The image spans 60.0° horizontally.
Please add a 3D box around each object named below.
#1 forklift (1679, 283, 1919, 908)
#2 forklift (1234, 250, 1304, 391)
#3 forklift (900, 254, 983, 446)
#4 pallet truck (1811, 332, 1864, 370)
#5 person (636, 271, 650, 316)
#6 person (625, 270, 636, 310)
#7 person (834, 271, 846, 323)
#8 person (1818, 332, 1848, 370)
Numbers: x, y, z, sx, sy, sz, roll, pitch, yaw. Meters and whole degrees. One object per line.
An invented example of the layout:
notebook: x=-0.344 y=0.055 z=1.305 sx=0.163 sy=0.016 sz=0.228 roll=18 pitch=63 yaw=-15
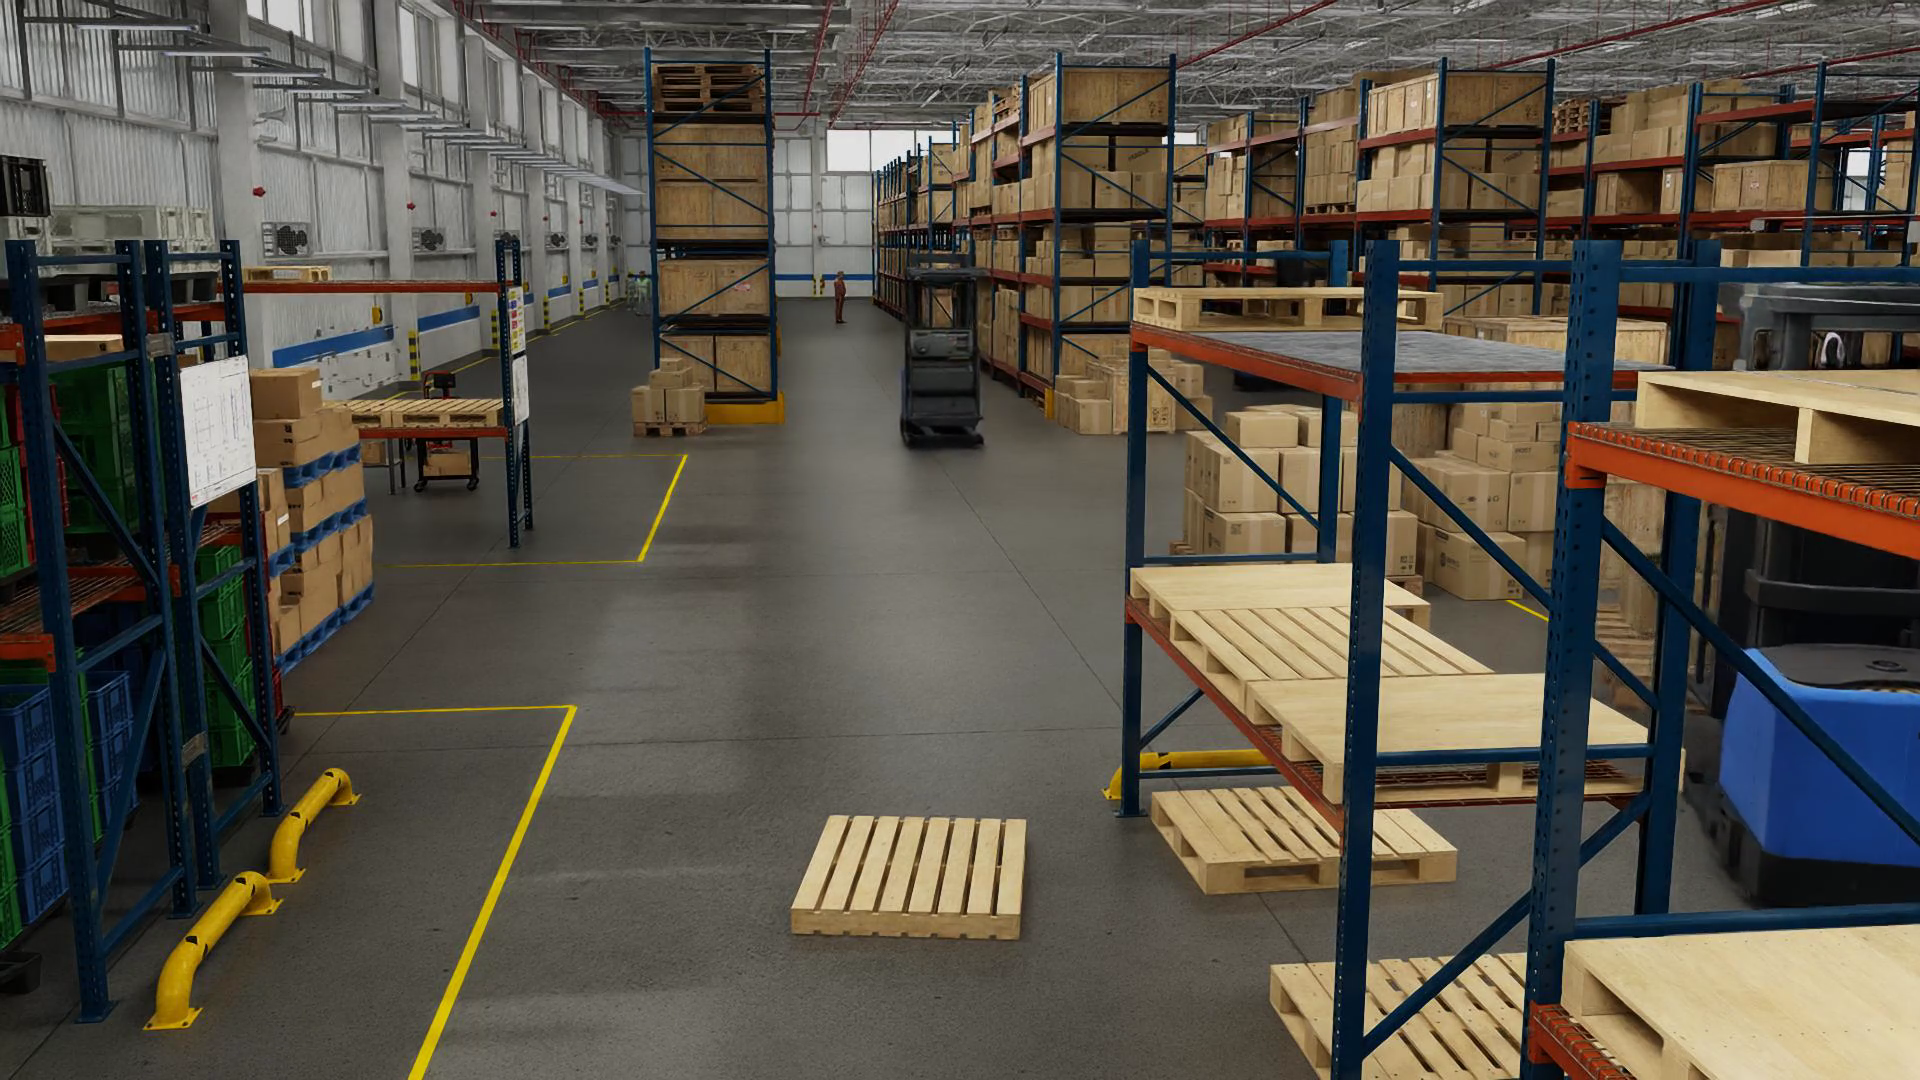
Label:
forklift: x=4.290 y=0.178 z=7.949 sx=1.129 sy=2.768 sz=1.873 roll=2 pitch=10 yaw=13
forklift: x=6.606 y=-4.453 z=33.607 sx=1.873 sy=2.768 sz=1.129 roll=-1 pitch=10 yaw=-6
forklift: x=-0.316 y=-2.906 z=25.038 sx=1.129 sy=2.768 sz=1.873 roll=-1 pitch=10 yaw=-6
pallet truck: x=15.846 y=-3.142 z=28.793 sx=1.885 sy=1.965 sz=0.823 roll=2 pitch=10 yaw=12
person: x=-12.652 y=-9.817 z=66.331 sx=0.581 sy=1.794 sz=0.876 roll=2 pitch=10 yaw=10
person: x=-14.236 y=-10.803 z=71.972 sx=0.479 sy=1.733 sz=0.339 roll=-8 pitch=13 yaw=-39
person: x=-4.382 y=-8.897 z=60.947 sx=0.408 sy=1.903 sz=0.638 roll=3 pitch=11 yaw=15
person: x=12.766 y=-2.306 z=24.411 sx=0.385 sy=1.911 sz=0.592 roll=5 pitch=12 yaw=28
